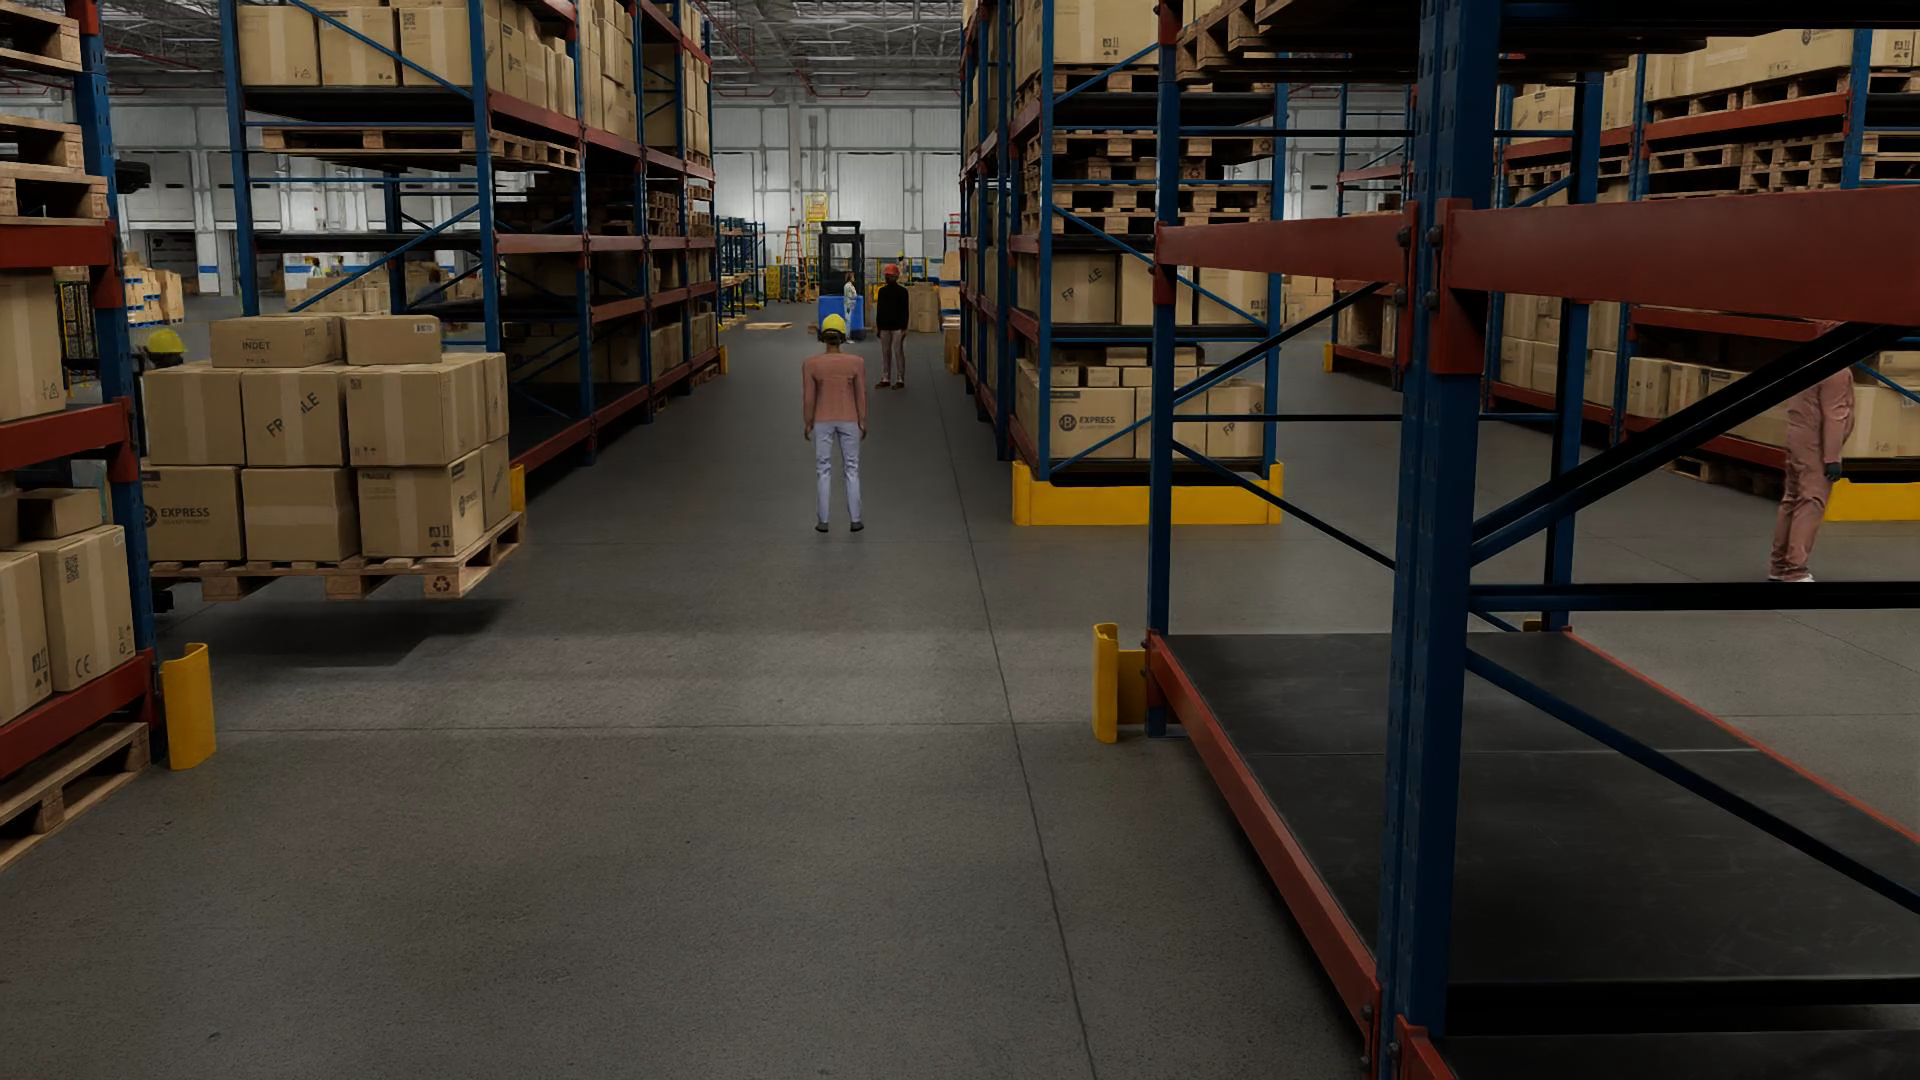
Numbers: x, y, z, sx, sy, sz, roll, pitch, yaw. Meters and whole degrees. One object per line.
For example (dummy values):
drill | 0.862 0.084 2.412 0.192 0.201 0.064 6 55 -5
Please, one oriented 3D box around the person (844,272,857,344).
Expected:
person | -2.547 -5.364 38.457 0.309 1.641 0.512 2 10 10

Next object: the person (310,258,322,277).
person | -20.728 -8.154 53.454 0.953 1.845 0.575 -8 13 -37

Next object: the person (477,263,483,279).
person | -16.723 -9.125 58.641 0.585 1.922 0.391 -5 11 -27

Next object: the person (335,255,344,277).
person | -23.795 -10.015 63.909 0.916 1.823 0.509 3 11 17

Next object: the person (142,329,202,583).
person | -5.411 -0.553 11.320 0.455 1.754 0.540 -2 10 -12

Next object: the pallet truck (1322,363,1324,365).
pallet truck | 7.712 -4.157 30.737 1.885 1.965 0.823 3 11 16

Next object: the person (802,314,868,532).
person | -1.007 -0.939 13.454 0.522 1.769 0.317 -1 10 -5

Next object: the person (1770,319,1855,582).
person | 5.804 -0.601 11.251 0.409 1.895 0.659 2 10 9

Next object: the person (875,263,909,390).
person | -1.089 -3.396 26.498 0.612 1.997 0.375 7 12 35

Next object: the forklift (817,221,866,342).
forklift | -2.785 -6.087 39.031 1.129 2.768 1.873 0 10 -2

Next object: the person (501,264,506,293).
person | -15.751 -9.052 58.291 0.999 1.893 0.631 -9 14 -42

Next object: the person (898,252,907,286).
person | -2.282 -10.306 65.206 0.383 1.921 0.586 1 10 5

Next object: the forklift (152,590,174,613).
forklift | -5.858 -0.811 9.639 1.873 2.768 1.129 -1 10 -3

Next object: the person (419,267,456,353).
person | -9.198 -3.787 28.956 0.637 1.905 0.929 8 13 37

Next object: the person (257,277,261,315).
person | -14.826 -4.719 34.818 0.533 1.658 0.839 9 14 41
